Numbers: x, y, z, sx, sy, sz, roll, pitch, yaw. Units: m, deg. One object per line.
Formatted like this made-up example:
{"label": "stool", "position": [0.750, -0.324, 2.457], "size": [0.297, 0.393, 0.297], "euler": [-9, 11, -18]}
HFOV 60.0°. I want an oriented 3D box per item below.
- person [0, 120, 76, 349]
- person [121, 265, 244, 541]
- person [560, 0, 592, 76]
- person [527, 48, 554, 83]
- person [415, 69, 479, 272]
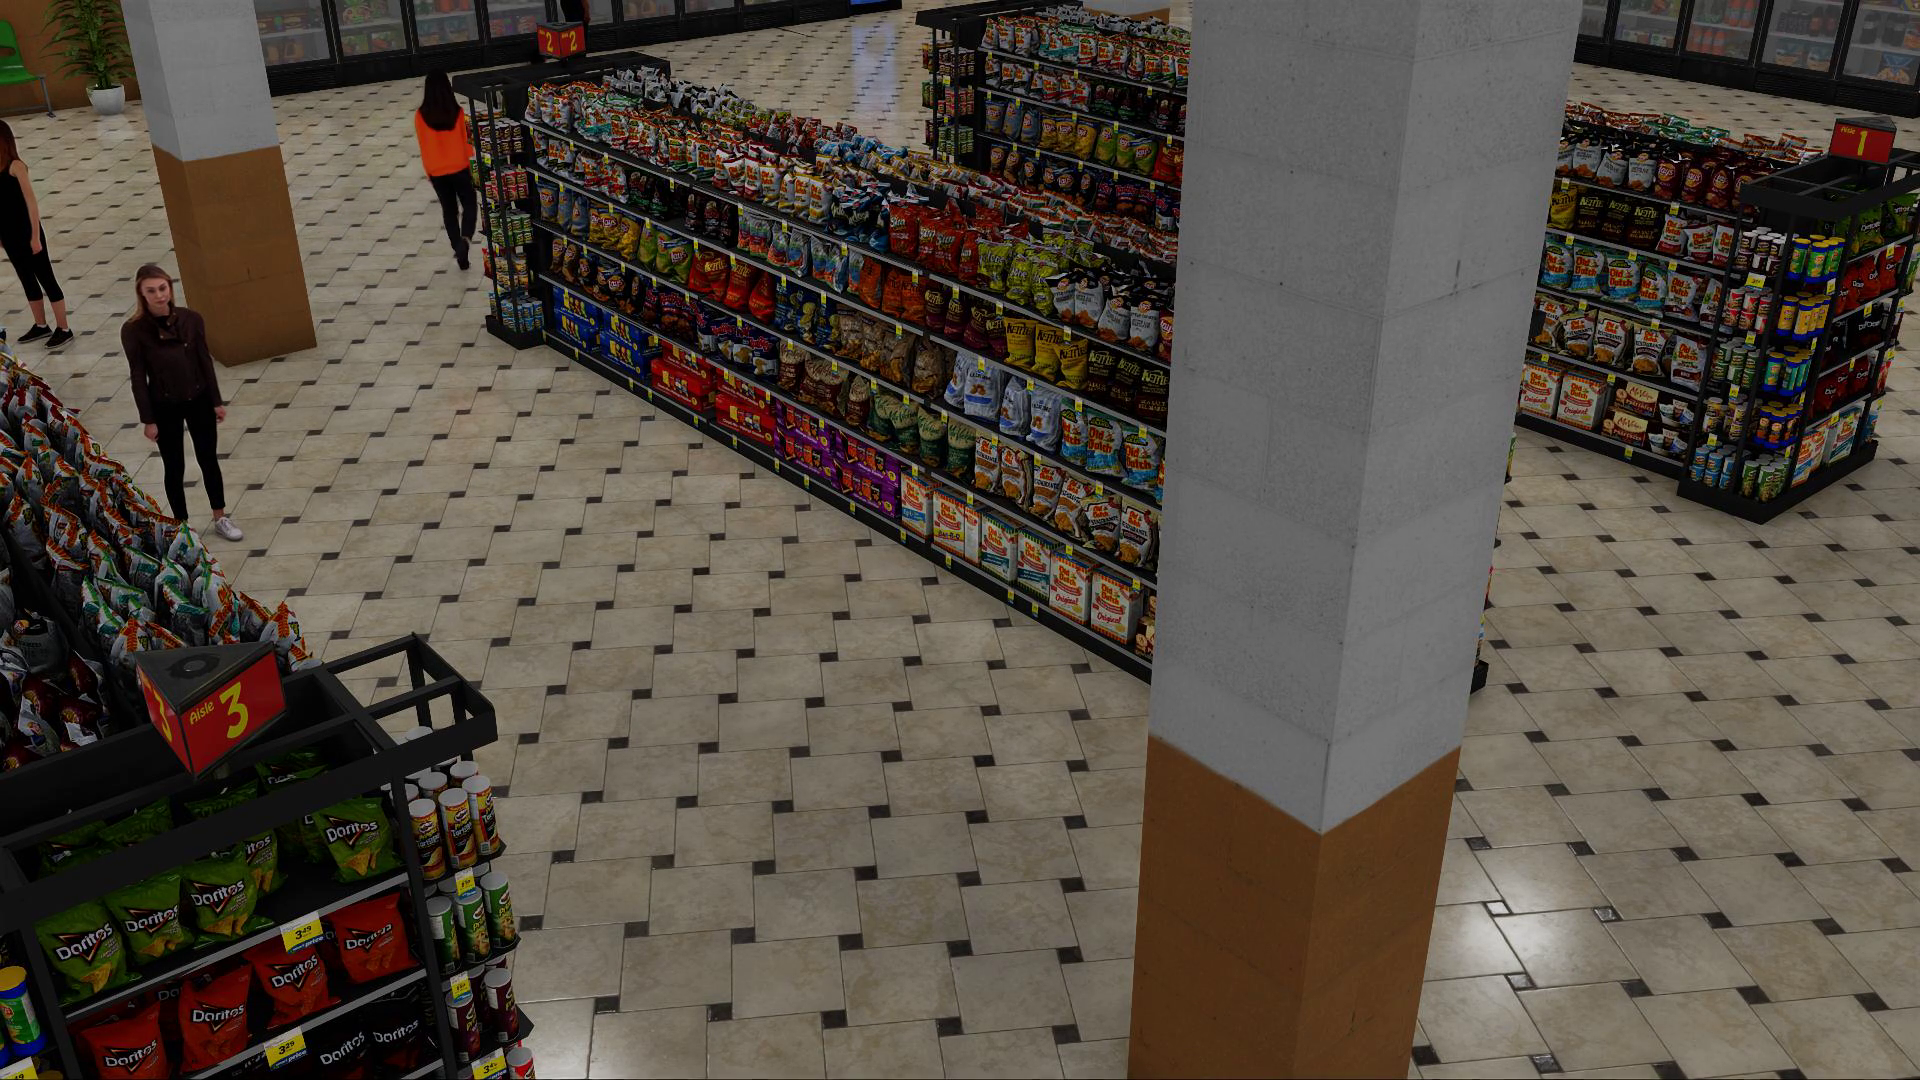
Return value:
{"label": "person", "position": [-7.114, -2.330, 12.627], "size": [0.584, 1.726, 0.708], "euler": [11, 29, 21]}
{"label": "person", "position": [-4.477, -0.762, 9.561], "size": [0.612, 1.704, 0.491], "euler": [-22, 34, -37]}
{"label": "person", "position": [-4.954, -6.825, 21.387], "size": [0.732, 1.819, 0.491], "euler": [-23, 35, -38]}
{"label": "person", "position": [-4.407, -4.474, 17.390], "size": [0.888, 1.242, 0.845], "euler": [10, 29, 19]}
{"label": "person", "position": [-4.341, -3.086, 14.110], "size": [0.883, 1.734, 0.983], "euler": [-2, 27, -4]}
